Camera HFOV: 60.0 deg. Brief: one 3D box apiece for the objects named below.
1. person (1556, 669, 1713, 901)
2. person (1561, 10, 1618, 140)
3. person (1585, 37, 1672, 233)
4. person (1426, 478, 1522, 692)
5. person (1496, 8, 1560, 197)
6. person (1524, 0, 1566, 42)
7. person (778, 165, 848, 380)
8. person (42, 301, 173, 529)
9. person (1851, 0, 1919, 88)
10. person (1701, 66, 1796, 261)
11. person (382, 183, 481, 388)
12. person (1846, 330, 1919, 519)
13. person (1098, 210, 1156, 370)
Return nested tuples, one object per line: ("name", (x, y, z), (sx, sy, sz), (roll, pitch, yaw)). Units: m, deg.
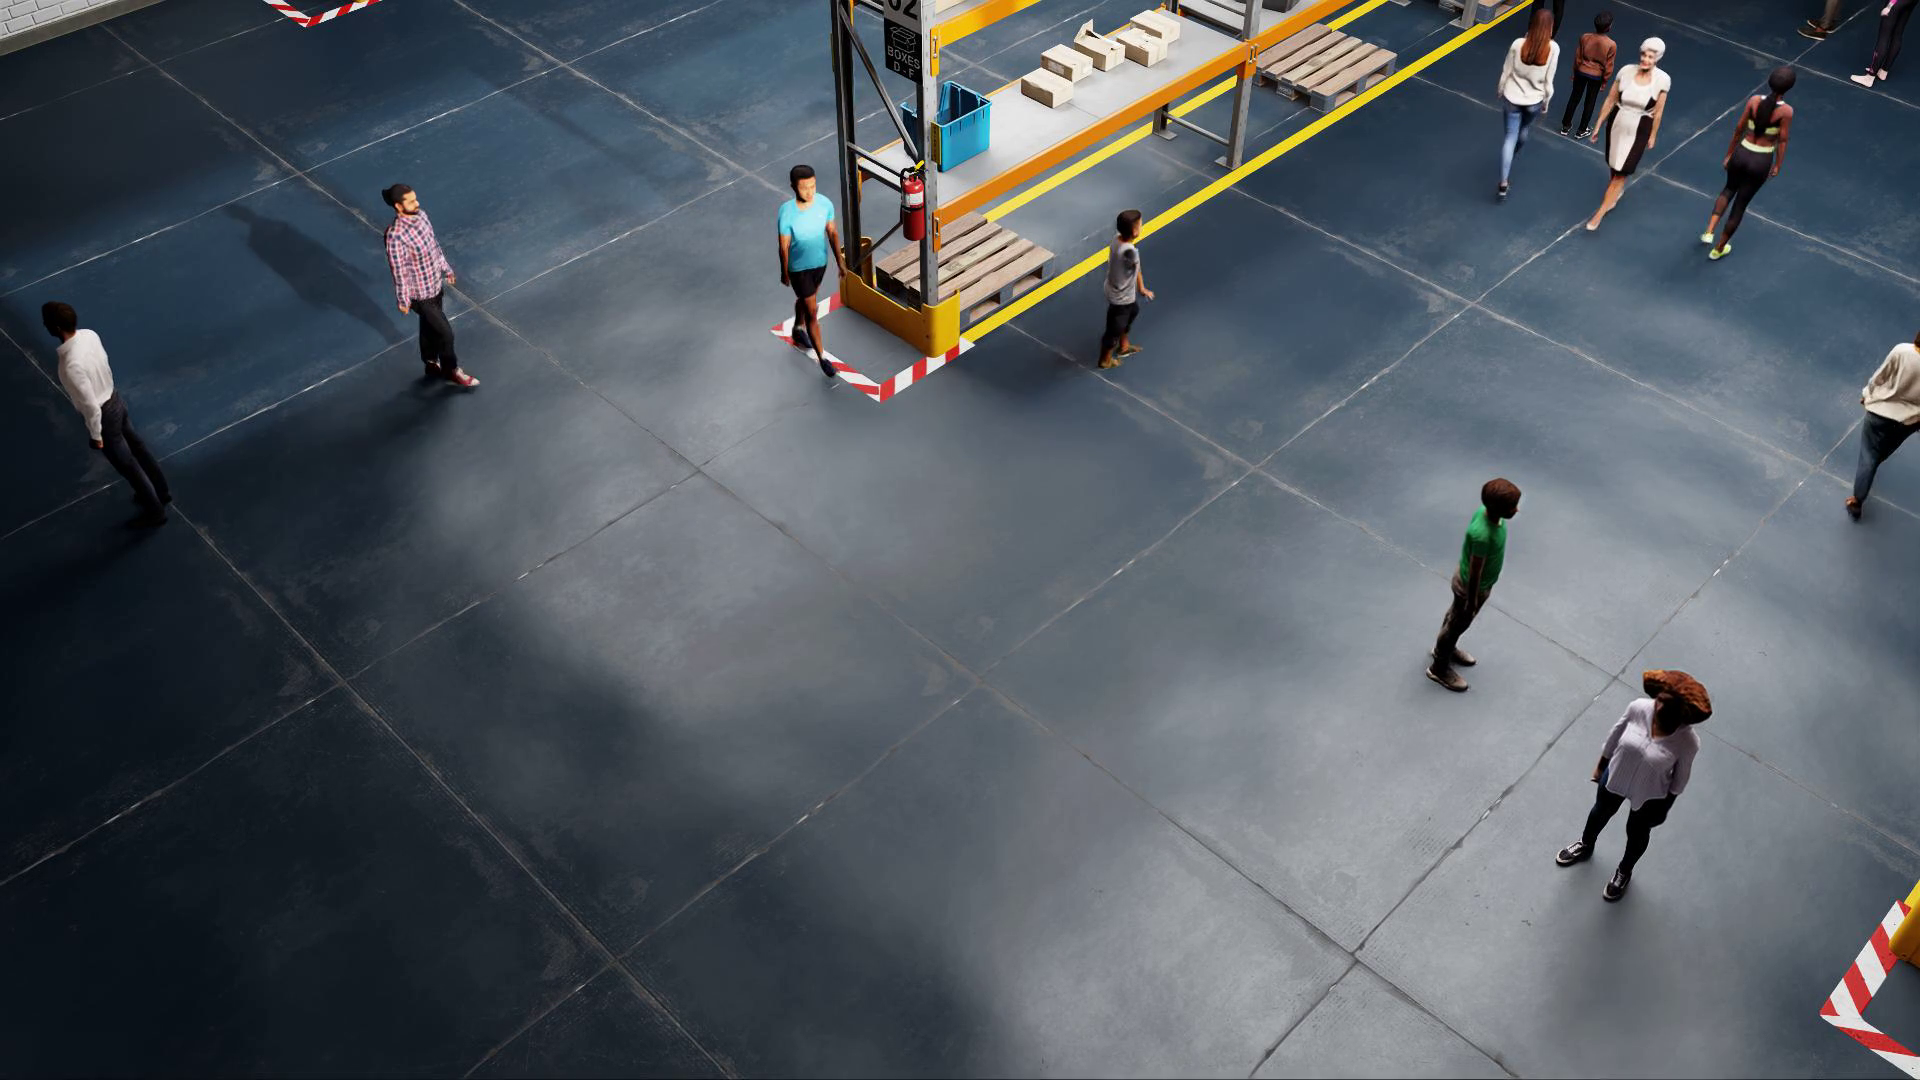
("person", (3.827, 1.352, 9.358), (0.612, 1.711, 0.660), (-30, 51, -28))
("person", (5.956, -4.411, 15.739), (0.550, 1.254, 0.503), (27, 50, 25))
("person", (5.875, -3.590, 14.543), (0.702, 1.715, 1.078), (31, 51, 28))
("person", (3.250, 0.247, 10.561), (0.698, 1.651, 0.561), (19, 47, 19))
("person", (5.032, -3.878, 14.898), (1.002, 1.642, 1.239), (11, 45, 12))
("person", (6.038, -5.783, 16.787), (0.518, 1.794, 0.608), (-33, 53, -30))
("person", (-1.247, -2.204, 13.067), (0.988, 1.744, 0.766), (-29, 51, -27))
("person", (-5.942, -0.877, 11.582), (0.761, 1.870, 0.737), (-5, 44, -5))
("person", (9.262, -5.311, 16.322), (0.577, 1.752, 0.672), (-22, 48, -22))
("person", (6.633, -3.132, 14.042), (0.572, 1.742, 0.572), (-33, 53, -30))
("person", (-4.206, -1.960, 12.806), (0.944, 1.751, 0.877), (4, 44, 4))
("person", (6.584, -0.839, 11.696), (0.880, 1.657, 1.074), (15, 46, 15))
("person", (1.204, -1.969, 13.039), (0.786, 1.441, 0.693), (-16, 46, -16))
